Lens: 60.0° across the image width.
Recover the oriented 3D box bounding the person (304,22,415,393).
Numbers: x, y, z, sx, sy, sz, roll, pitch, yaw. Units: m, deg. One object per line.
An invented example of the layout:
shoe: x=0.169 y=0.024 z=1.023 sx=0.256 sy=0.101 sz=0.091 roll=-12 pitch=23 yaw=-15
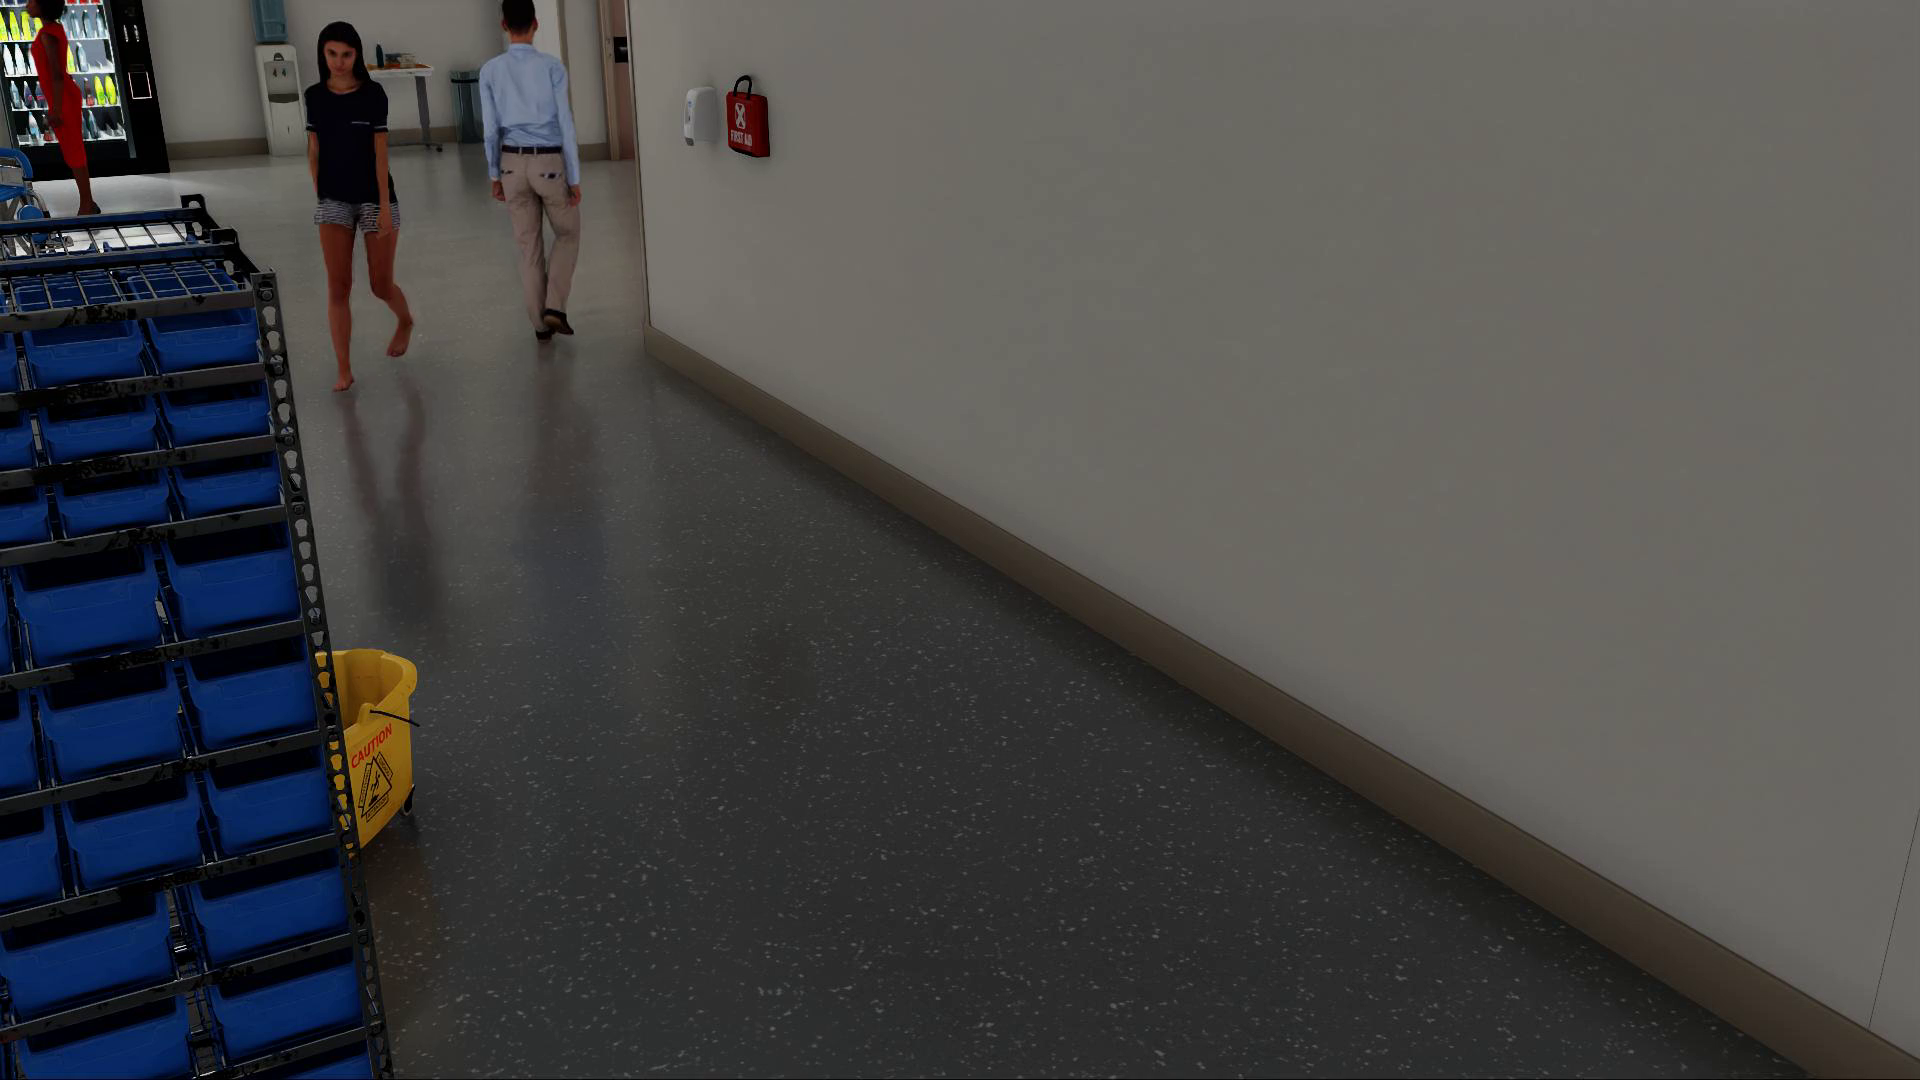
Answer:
person: x=-2.920 y=-1.634 z=8.189 sx=0.948 sy=1.738 sz=0.881 roll=1 pitch=21 yaw=2

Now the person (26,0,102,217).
person: x=-6.659 y=-3.216 z=12.357 sx=0.489 sy=1.744 sz=0.564 roll=-11 pitch=23 yaw=-26

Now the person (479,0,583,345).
person: x=-2.256 y=-1.913 z=8.803 sx=0.756 sy=1.825 sz=0.840 roll=-1 pitch=21 yaw=-3
